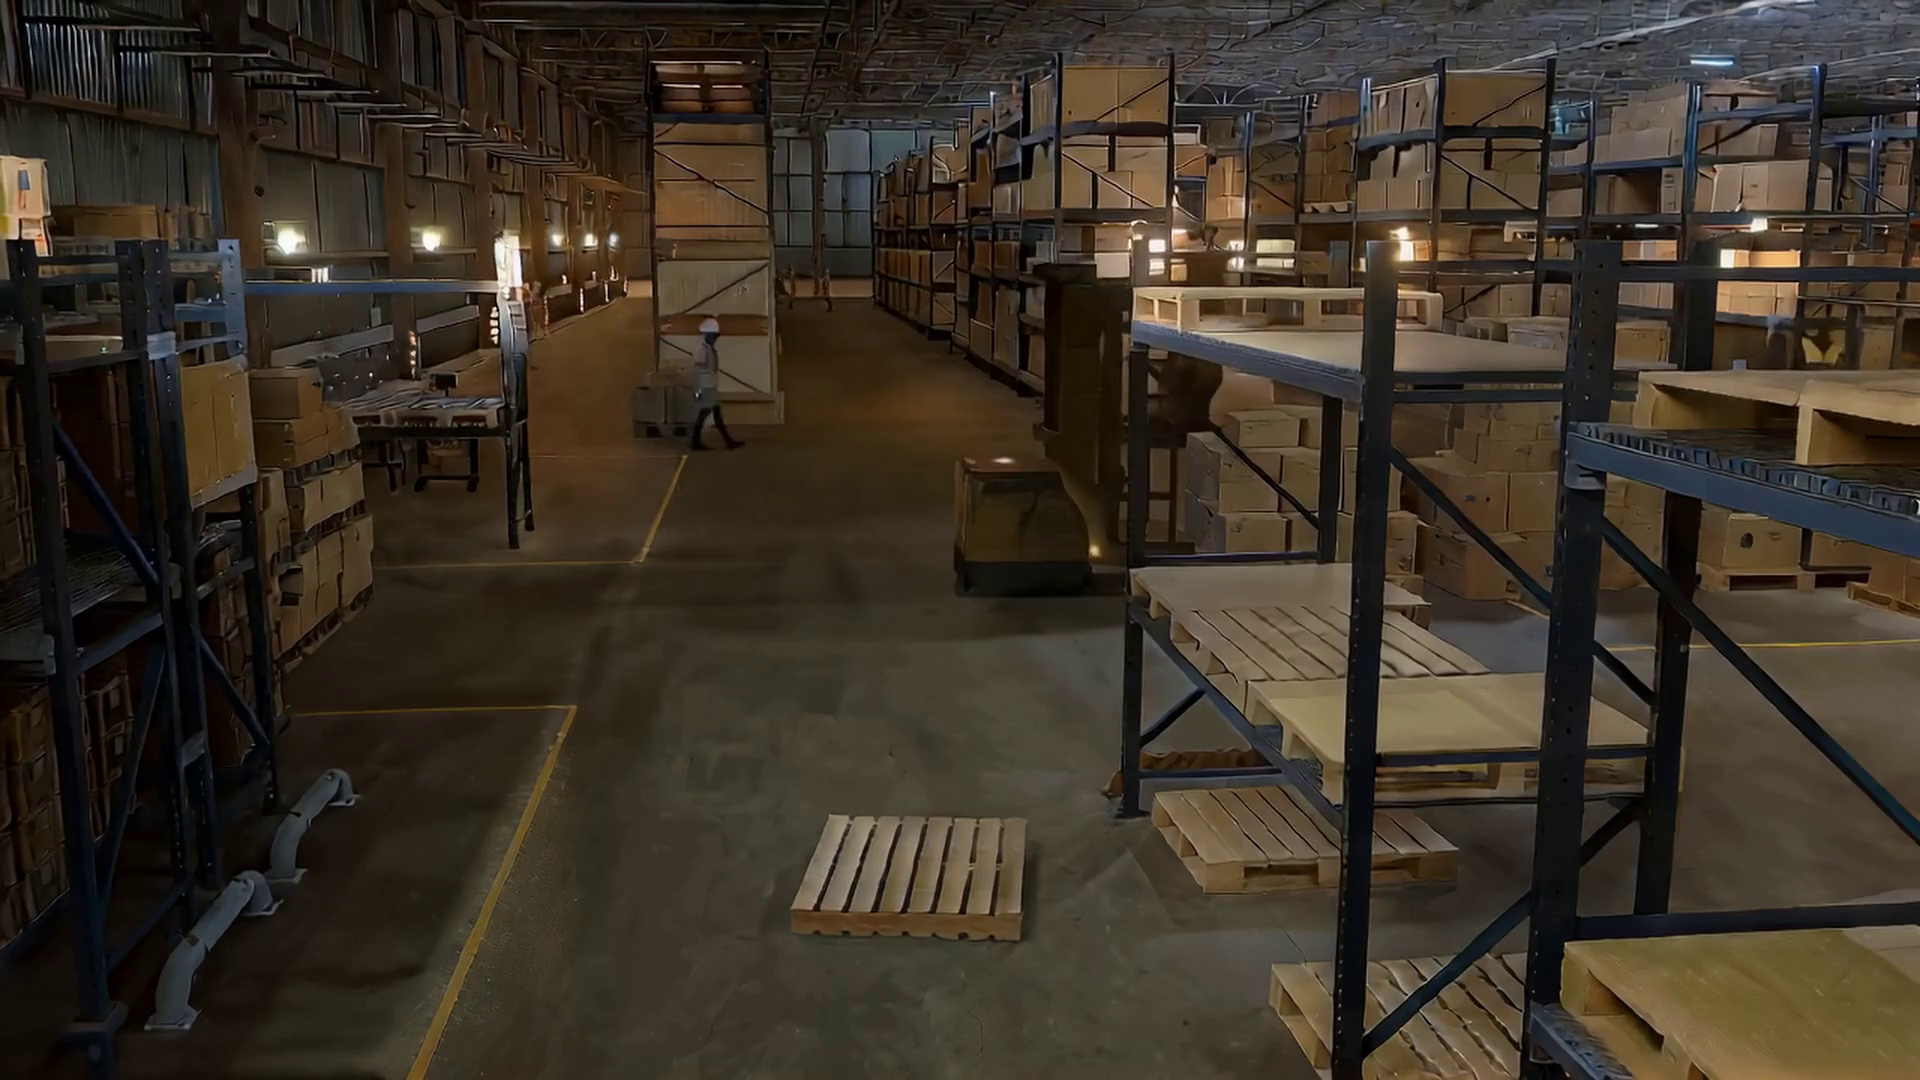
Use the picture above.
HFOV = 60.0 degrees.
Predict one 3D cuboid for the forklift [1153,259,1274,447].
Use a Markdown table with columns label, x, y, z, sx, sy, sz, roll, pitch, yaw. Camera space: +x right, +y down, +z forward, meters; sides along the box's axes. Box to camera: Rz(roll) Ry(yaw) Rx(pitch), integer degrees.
| label | x | y | z | sx | sy | sz | roll | pitch | yaw |
| --- | --- | --- | --- | --- | --- | --- | --- | --- | --- |
| forklift | 3.636 | -2.842 | 24.682 | 1.873 | 2.768 | 1.129 | -2 | 10 | -12 |

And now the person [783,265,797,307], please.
| label | x | y | z | sx | sy | sz | roll | pitch | yaw |
| --- | --- | --- | --- | --- | --- | --- | --- | --- | --- |
| person | -7.783 | -11.613 | 76.072 | 0.668 | 1.880 | 0.776 | 0 | 10 | -1 |

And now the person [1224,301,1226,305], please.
| label | x | y | z | sx | sy | sz | roll | pitch | yaw |
| --- | --- | --- | --- | --- | --- | --- | --- | --- | --- |
| person | 7.248 | -6.006 | 45.606 | 0.861 | 1.644 | 0.551 | -1 | 10 | -6 |

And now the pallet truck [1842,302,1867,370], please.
| label | x | y | z | sx | sy | sz | roll | pitch | yaw |
| --- | --- | --- | --- | --- | --- | --- | --- | --- | --- |
| pallet truck | 15.846 | -3.142 | 28.793 | 1.885 | 1.965 | 0.823 | 2 | 10 | 12 |

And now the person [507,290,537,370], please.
| label | x | y | z | sx | sy | sz | roll | pitch | yaw |
| --- | --- | --- | --- | --- | --- | --- | --- | --- | --- |
| person | -10.276 | -4.913 | 38.960 | 0.718 | 1.880 | 0.456 | -4 | 11 | -21 |

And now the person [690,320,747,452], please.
| label | x | y | z | sx | sy | sz | roll | pitch | yaw |
| --- | --- | --- | --- | --- | --- | --- | --- | --- | --- |
| person | -3.505 | -2.200 | 23.862 | 0.957 | 1.888 | 0.569 | 3 | 11 | 15 |

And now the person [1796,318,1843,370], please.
| label | x | y | z | sx | sy | sz | roll | pitch | yaw |
| --- | --- | --- | --- | --- | --- | --- | --- | --- | --- |
| person | 12.731 | -2.356 | 24.730 | 0.603 | 1.895 | 0.758 | 4 | 11 | 19 |

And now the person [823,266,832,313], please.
| label | x | y | z | sx | sy | sz | roll | pitch | yaw |
| --- | --- | --- | --- | --- | --- | --- | --- | --- | --- |
| person | -5.534 | -10.446 | 69.428 | 0.361 | 1.935 | 0.553 | -1 | 10 | -8 |

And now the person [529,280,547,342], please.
| label | x | y | z | sx | sy | sz | roll | pitch | yaw |
| --- | --- | --- | --- | --- | --- | --- | --- | --- | --- |
| person | -12.603 | -6.849 | 49.792 | 0.560 | 1.837 | 0.388 | 2 | 10 | 9 |

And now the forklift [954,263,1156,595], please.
| label | x | y | z | sx | sy | sz | roll | pitch | yaw |
| --- | --- | --- | --- | --- | --- | --- | --- | --- | --- |
| forklift | 0.920 | -1.002 | 14.488 | 1.873 | 2.768 | 1.129 | -1 | 10 | -6 |

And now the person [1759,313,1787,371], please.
| label | x | y | z | sx | sy | sz | roll | pitch | yaw |
| --- | --- | --- | --- | --- | --- | --- | --- | --- | --- |
| person | 12.219 | -2.411 | 24.902 | 0.907 | 1.947 | 0.637 | 4 | 11 | 19 |
